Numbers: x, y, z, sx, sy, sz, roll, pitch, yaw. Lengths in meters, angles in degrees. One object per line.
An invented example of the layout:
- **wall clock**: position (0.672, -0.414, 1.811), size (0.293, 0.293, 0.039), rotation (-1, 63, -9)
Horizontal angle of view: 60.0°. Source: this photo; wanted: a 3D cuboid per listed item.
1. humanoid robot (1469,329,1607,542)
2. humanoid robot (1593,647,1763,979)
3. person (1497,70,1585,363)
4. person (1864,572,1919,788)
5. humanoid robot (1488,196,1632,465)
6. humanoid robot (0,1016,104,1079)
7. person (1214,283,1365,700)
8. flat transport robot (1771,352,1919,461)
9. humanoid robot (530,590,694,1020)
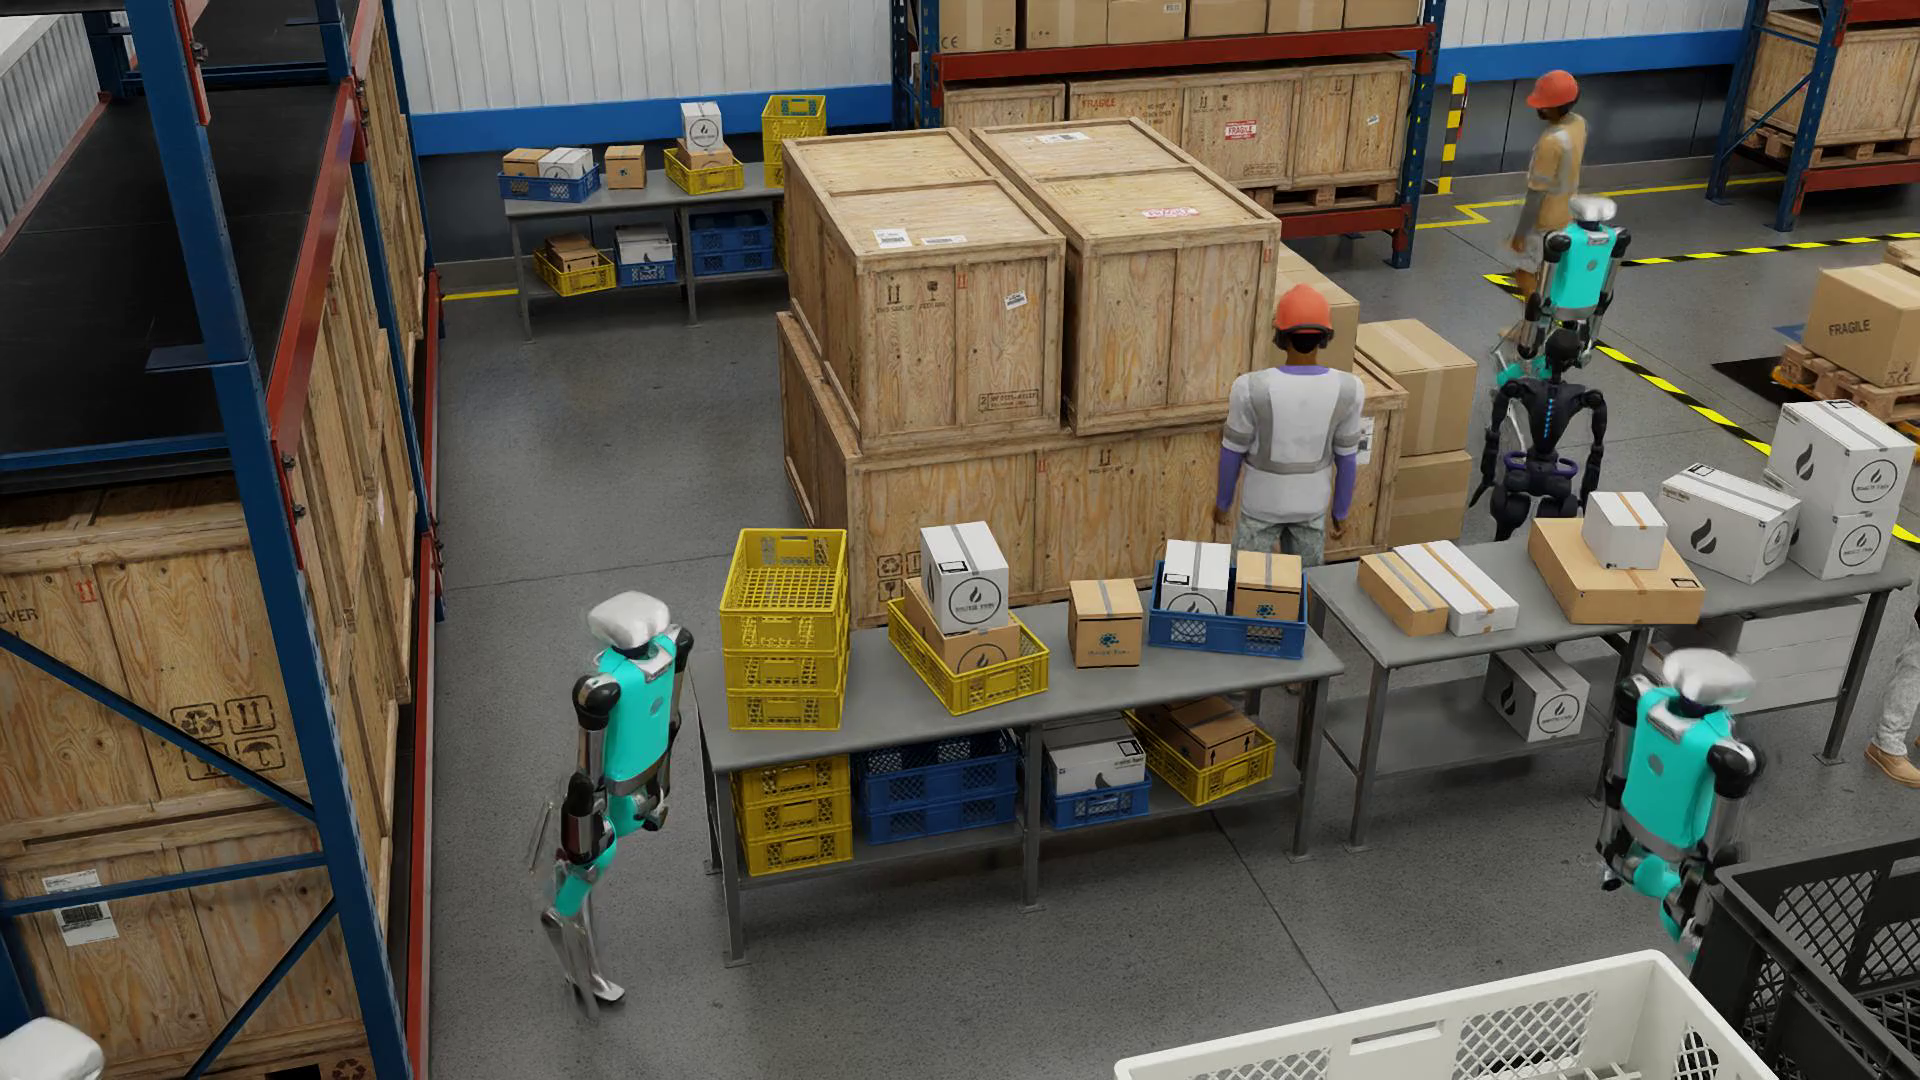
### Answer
- **humanoid robot**: position (2.804, -0.238, 8.105), size (0.585, 1.642, 0.416), rotation (10, 30, 18)
- **humanoid robot**: position (2.599, 1.076, 5.653), size (0.937, 1.770, 0.535), rotation (-12, 31, -21)
- **person**: position (4.015, -2.190, 11.307), size (0.485, 2.012, 0.689), rotation (19, 34, 31)
- **person**: position (4.337, 0.217, 7.105), size (0.622, 1.837, 0.429), rotation (-10, 30, -18)
- **humanoid robot**: position (3.415, -1.202, 9.879), size (0.546, 1.876, 0.816), rotation (-9, 30, -15)
- **humanoid robot**: position (-1.993, 1.806, 4.381), size (0.541, 1.819, 0.805), rotation (9, 30, 16)
- **person**: position (1.479, -0.191, 7.636), size (0.612, 2.036, 0.386), rotation (-2, 29, -4)
- **flat transport robot**: position (6.000, -0.894, 10.710), size (0.652, 0.197, 1.431), rotation (-7, 30, -13)
- **humanoid robot**: position (-1.315, 0.974, 5.916), size (0.750, 1.853, 0.558), rotation (14, 32, 23)
